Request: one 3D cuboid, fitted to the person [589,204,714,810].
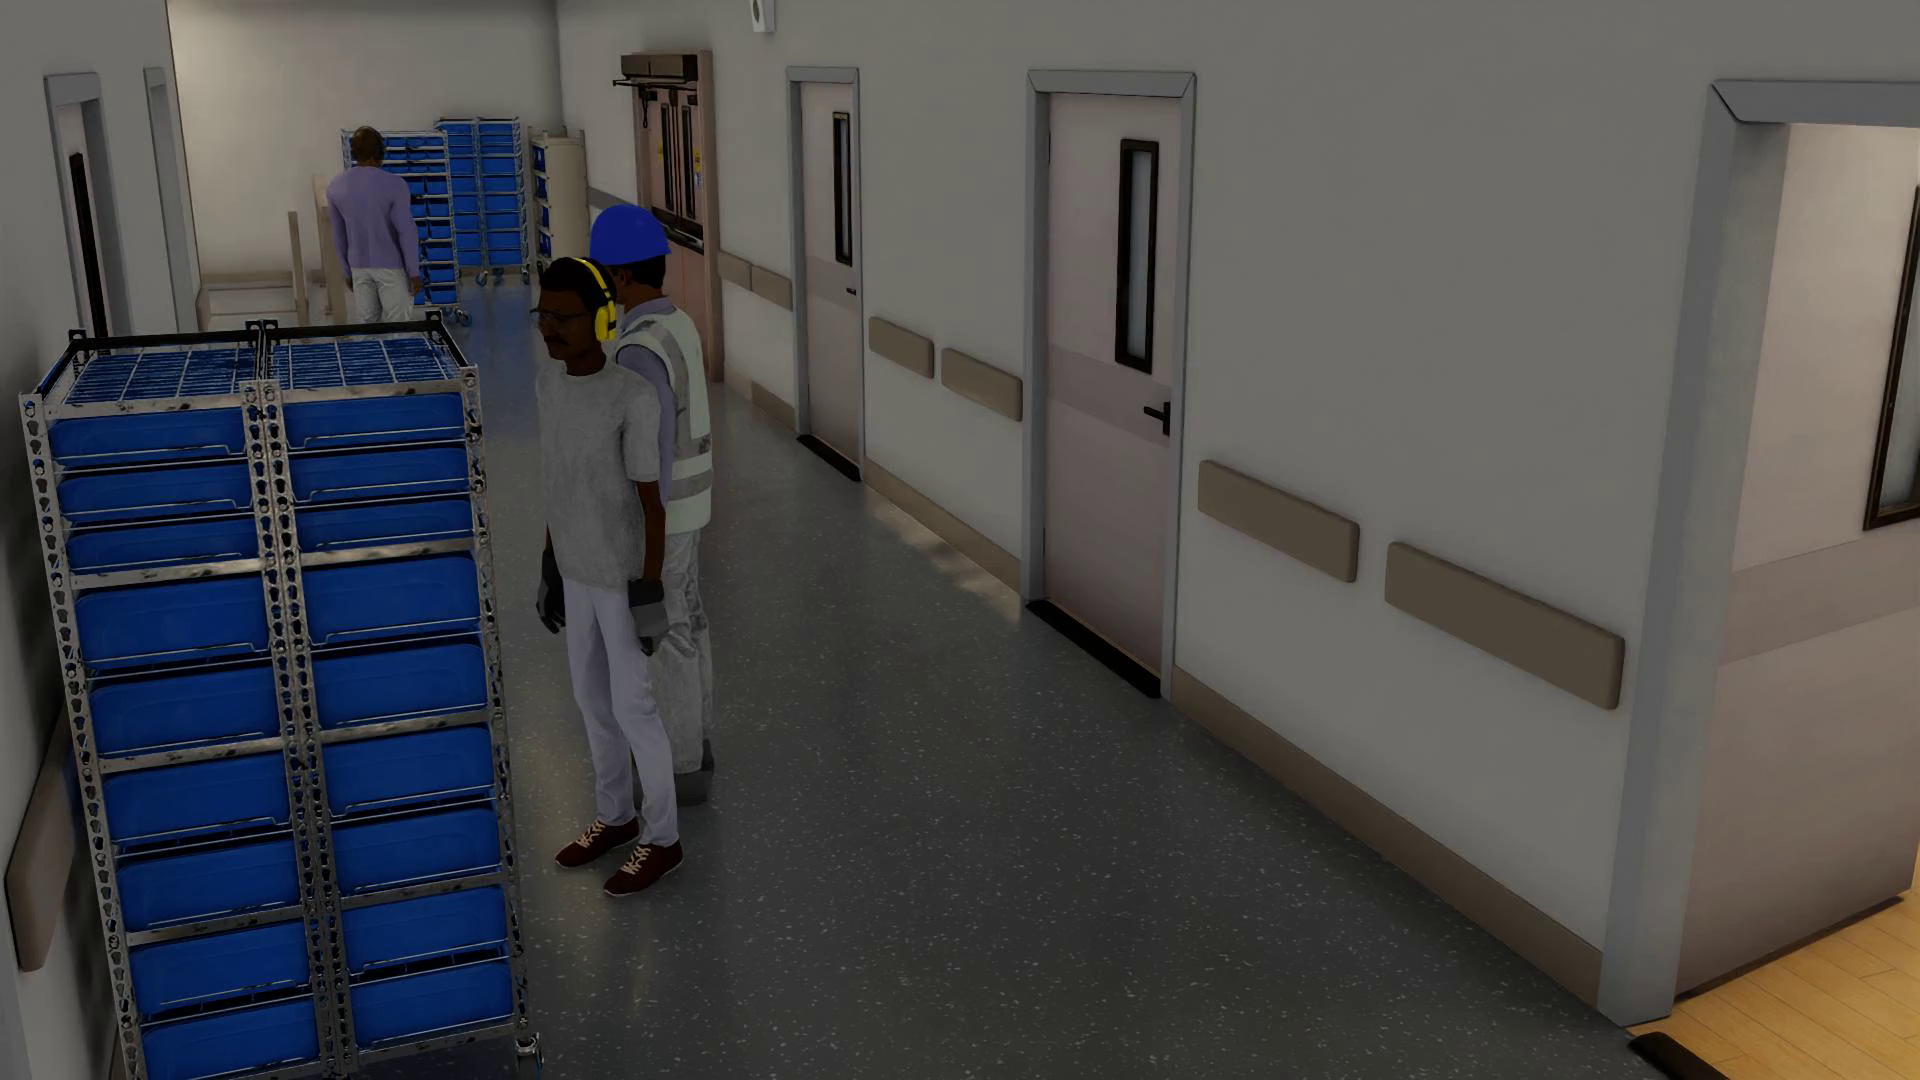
[{"bbox_3d":[-0.982,-0.092,5.349,0.392,1.941,0.618,0,16,0],"label":"person"}]

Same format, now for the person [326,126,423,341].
[{"bbox_3d":[-3.994,-1.853,11.452,0.632,1.940,0.372,4,17,13],"label":"person"}]

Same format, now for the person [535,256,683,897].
[{"bbox_3d":[-1.026,0.114,4.792,0.504,1.862,0.330,14,21,40],"label":"person"}]
